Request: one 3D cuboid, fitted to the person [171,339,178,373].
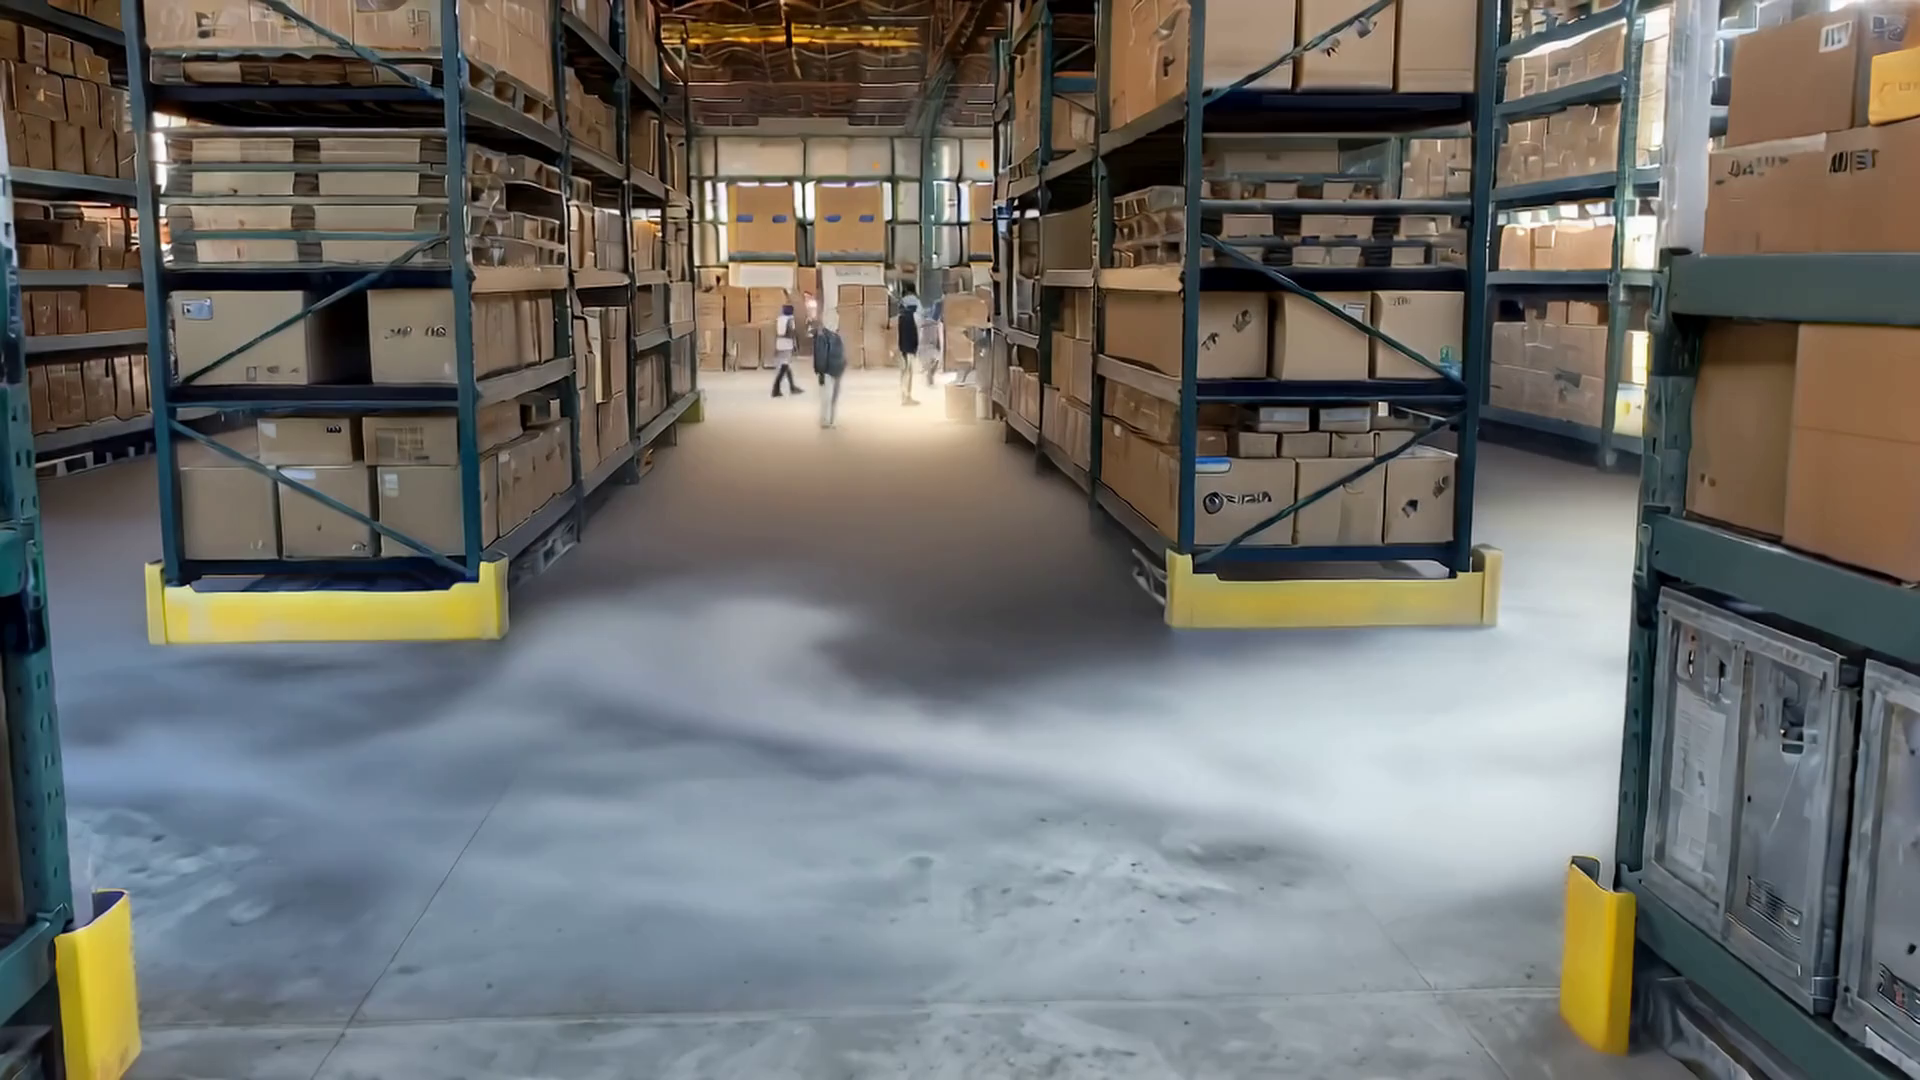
[{"bbox_3d":[-16.193,-3.968,34.778,0.904,1.580,0.517,-5,11,-30],"label":"person"}]

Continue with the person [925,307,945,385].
[{"bbox_3d":[-0.544,-4.164,35.747,0.412,1.679,0.547,-6,11,-33],"label":"person"}]

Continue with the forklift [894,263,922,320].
[{"bbox_3d":[-1.987,-9.022,62.479,1.129,2.768,1.873,-1,9,-4],"label":"forklift"}]

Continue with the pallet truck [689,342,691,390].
[{"bbox_3d":[-5.225,-3.008,27.480,1.885,1.965,0.823,2,9,14],"label":"pallet truck"}]

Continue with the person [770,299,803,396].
[{"bbox_3d":[-3.426,-3.753,32.526,0.574,1.895,0.959,7,11,38],"label":"person"}]

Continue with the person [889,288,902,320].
[{"bbox_3d":[-2.318,-7.829,57.978,0.636,1.931,0.377,3,10,20],"label":"person"}]

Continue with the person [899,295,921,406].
[{"bbox_3d":[-0.919,-3.418,30.066,0.377,1.995,0.612,2,9,13],"label":"person"}]

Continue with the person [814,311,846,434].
[{"bbox_3d":[-1.940,-2.496,24.885,0.490,1.819,0.742,4,10,23],"label":"person"}]
